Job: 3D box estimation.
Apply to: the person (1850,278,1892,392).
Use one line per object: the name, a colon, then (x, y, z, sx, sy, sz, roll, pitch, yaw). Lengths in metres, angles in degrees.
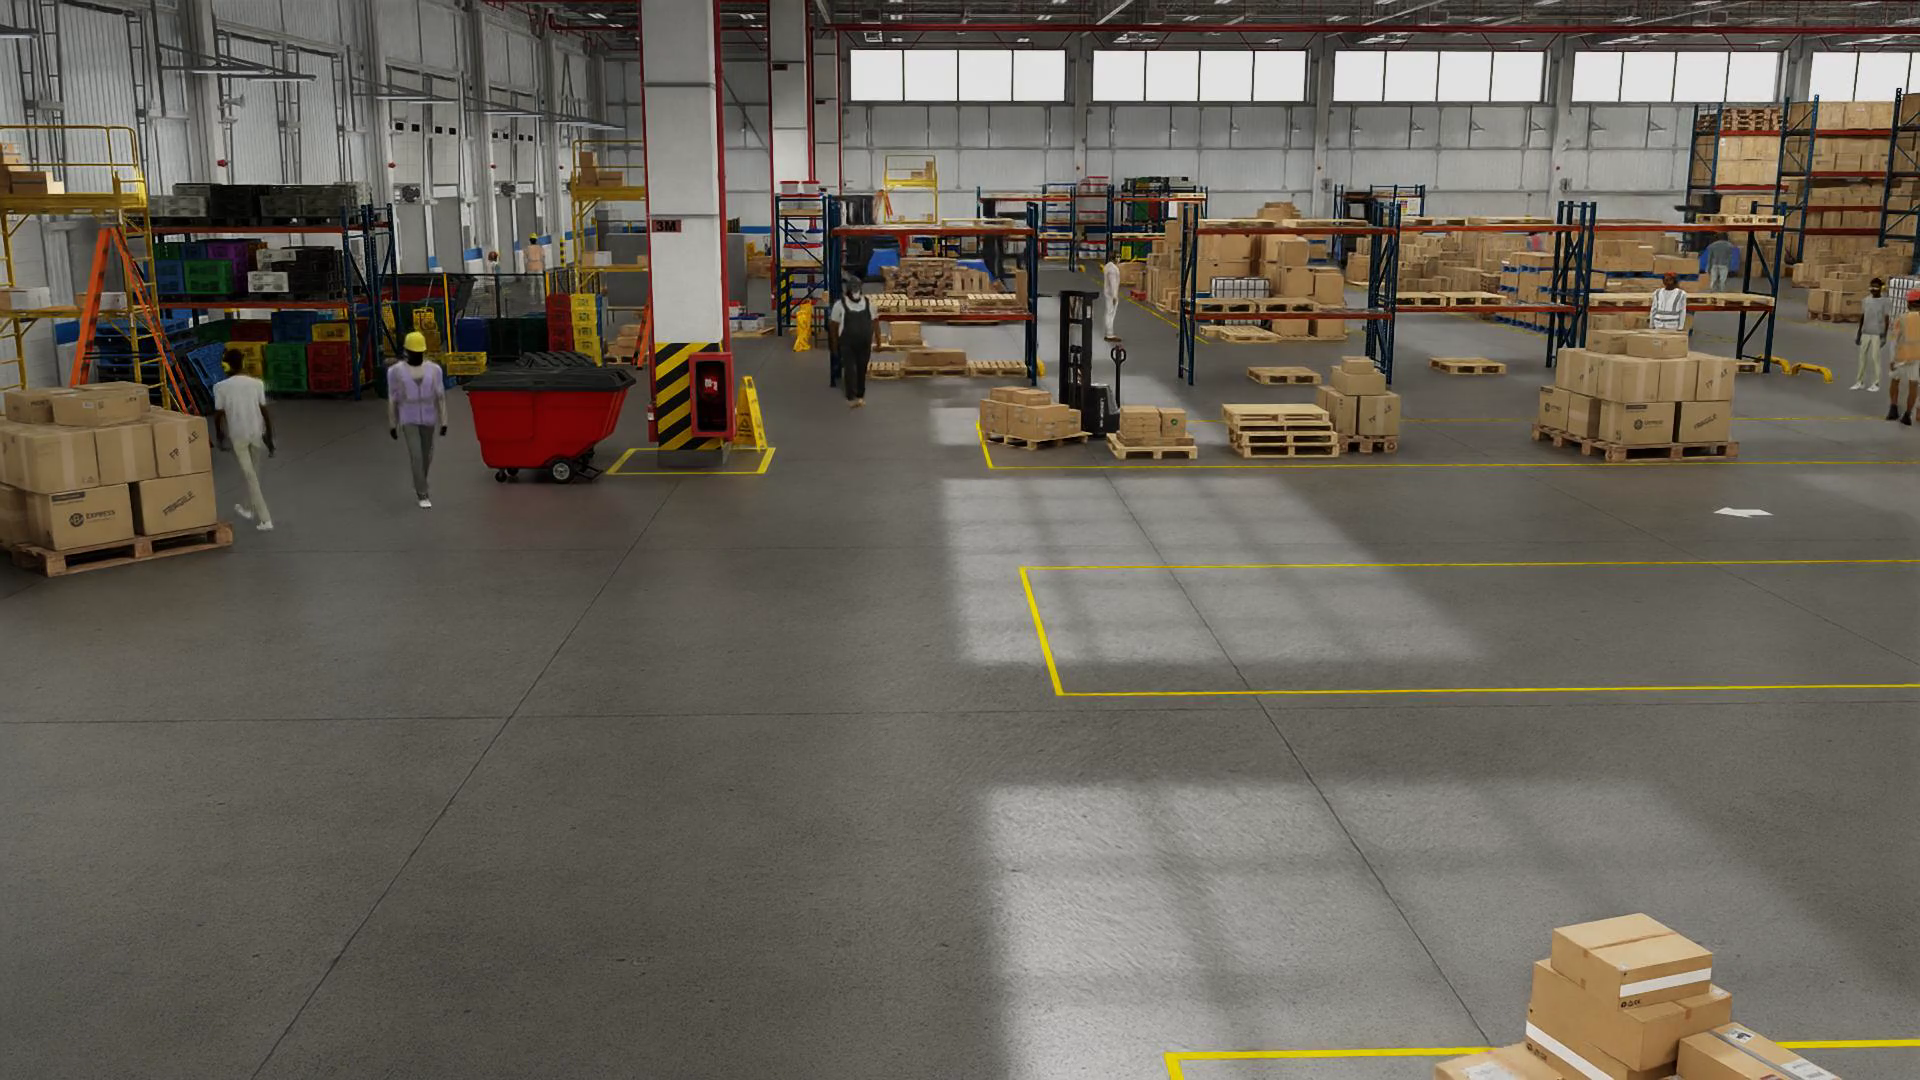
person: (14.929, -3.358, 27.219, 0.322, 1.860, 0.507, -7, 14, -29)

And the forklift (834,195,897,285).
forklift: (-3.065, -9.584, 52.991, 1.873, 2.768, 1.129, -7, 14, -28)

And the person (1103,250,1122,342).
person: (3.217, -5.158, 35.153, 0.372, 1.940, 0.631, -1, 13, -5)

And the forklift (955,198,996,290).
forklift: (0.796, -8.188, 46.688, 1.873, 2.768, 1.129, 0, 12, -2)

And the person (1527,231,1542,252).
person: (17.988, -8.926, 52.416, 0.656, 1.828, 0.452, -5, 13, -22)

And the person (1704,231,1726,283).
person: (24.427, -9.262, 53.694, 0.646, 1.941, 1.042, -3, 13, -12)

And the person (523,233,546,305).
person: (-11.509, -7.334, 45.027, 0.586, 1.917, 0.380, -5, 13, -20)

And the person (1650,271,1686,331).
person: (12.106, -3.659, 28.507, 0.340, 1.882, 0.586, -12, 17, -44)

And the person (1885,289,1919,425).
person: (13.511, -2.599, 23.655, 0.567, 1.917, 0.543, 4, 13, 19)

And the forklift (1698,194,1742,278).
forklift: (25.110, -10.184, 55.703, 1.873, 2.768, 1.129, 11, 17, 42)

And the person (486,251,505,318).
person: (-11.449, -6.267, 40.866, 0.525, 1.632, 0.323, 12, 17, 42)

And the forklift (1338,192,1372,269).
forklift: (14.595, -11.405, 61.216, 1.129, 2.768, 1.873, 2, 13, 8)

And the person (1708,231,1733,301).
person: (21.085, -7.595, 46.176, 0.628, 1.931, 0.374, 9, 15, 35)

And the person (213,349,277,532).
person: (-7.216, -1.008, 16.729, 1.027, 1.810, 0.491, 11, 17, 41)

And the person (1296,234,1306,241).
person: (10.052, -8.359, 49.711, 0.644, 1.905, 0.980, 1, 13, 5)

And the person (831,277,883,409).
person: (-1.544, -3.009, 25.220, 0.698, 2.000, 0.992, -4, 13, -19)

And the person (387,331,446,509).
person: (-5.871, -1.329, 17.990, 0.587, 1.894, 0.865, -8, 15, -31)

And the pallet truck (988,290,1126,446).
pallet truck: (1.257, -2.299, 22.111, 1.885, 1.965, 0.823, -9, 15, -35)
